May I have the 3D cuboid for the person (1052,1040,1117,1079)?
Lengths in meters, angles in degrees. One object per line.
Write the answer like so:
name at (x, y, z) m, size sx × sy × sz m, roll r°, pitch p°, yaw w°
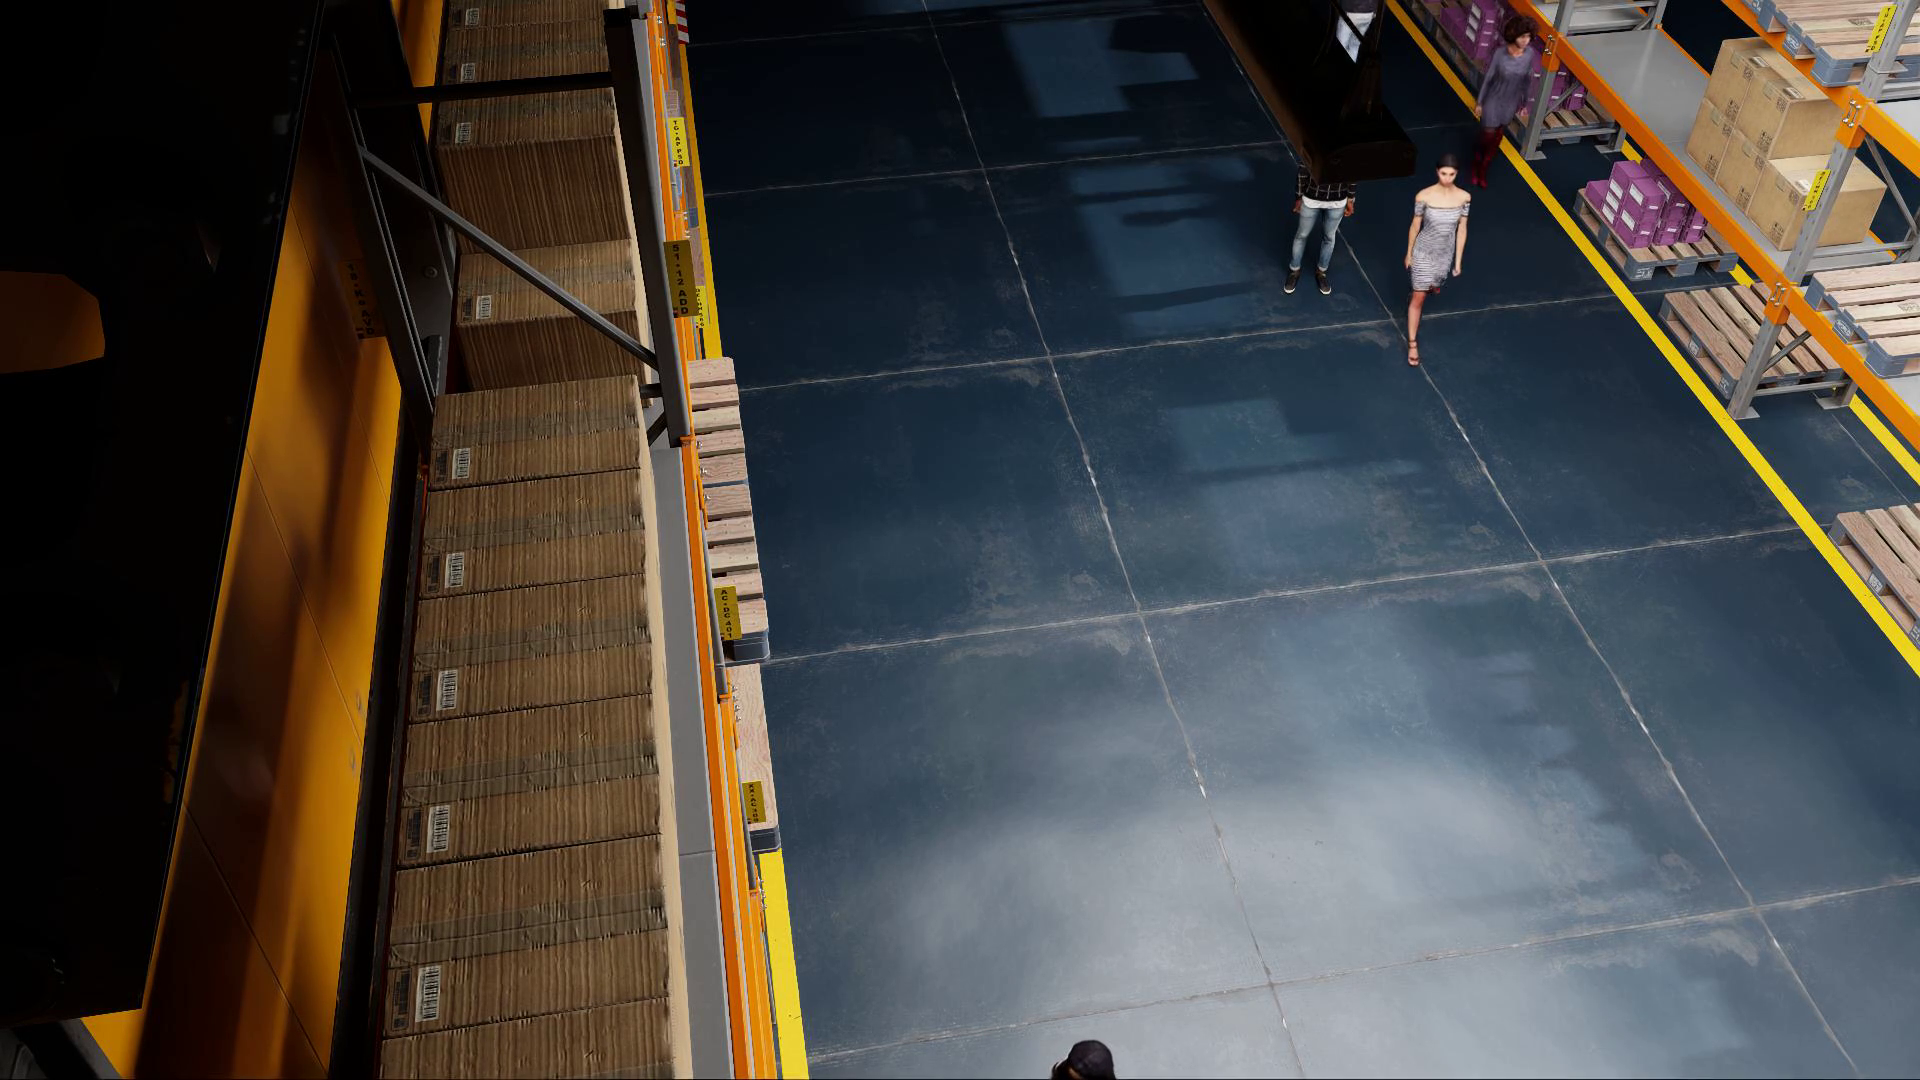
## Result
person at (0.596, 2.883, 7.889) m, size 0.631 × 1.793 × 0.719 m, roll 32°, pitch 52°, yaw 29°

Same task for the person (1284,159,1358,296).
person at (3.058, -2.912, 13.952) m, size 0.718 × 1.821 × 0.648 m, roll 3°, pitch 44°, yaw 3°

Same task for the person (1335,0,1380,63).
person at (3.898, -5.137, 16.291) m, size 0.736 × 1.817 × 1.005 m, roll -2°, pitch 44°, yaw -2°

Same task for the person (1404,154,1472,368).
person at (3.784, -2.307, 13.336) m, size 0.714 × 1.796 × 1.078 m, roll 1°, pitch 44°, yaw 1°

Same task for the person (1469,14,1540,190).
person at (4.907, -4.023, 15.207) m, size 0.616 × 1.698 × 0.568 m, roll -6°, pitch 44°, yaw -6°
